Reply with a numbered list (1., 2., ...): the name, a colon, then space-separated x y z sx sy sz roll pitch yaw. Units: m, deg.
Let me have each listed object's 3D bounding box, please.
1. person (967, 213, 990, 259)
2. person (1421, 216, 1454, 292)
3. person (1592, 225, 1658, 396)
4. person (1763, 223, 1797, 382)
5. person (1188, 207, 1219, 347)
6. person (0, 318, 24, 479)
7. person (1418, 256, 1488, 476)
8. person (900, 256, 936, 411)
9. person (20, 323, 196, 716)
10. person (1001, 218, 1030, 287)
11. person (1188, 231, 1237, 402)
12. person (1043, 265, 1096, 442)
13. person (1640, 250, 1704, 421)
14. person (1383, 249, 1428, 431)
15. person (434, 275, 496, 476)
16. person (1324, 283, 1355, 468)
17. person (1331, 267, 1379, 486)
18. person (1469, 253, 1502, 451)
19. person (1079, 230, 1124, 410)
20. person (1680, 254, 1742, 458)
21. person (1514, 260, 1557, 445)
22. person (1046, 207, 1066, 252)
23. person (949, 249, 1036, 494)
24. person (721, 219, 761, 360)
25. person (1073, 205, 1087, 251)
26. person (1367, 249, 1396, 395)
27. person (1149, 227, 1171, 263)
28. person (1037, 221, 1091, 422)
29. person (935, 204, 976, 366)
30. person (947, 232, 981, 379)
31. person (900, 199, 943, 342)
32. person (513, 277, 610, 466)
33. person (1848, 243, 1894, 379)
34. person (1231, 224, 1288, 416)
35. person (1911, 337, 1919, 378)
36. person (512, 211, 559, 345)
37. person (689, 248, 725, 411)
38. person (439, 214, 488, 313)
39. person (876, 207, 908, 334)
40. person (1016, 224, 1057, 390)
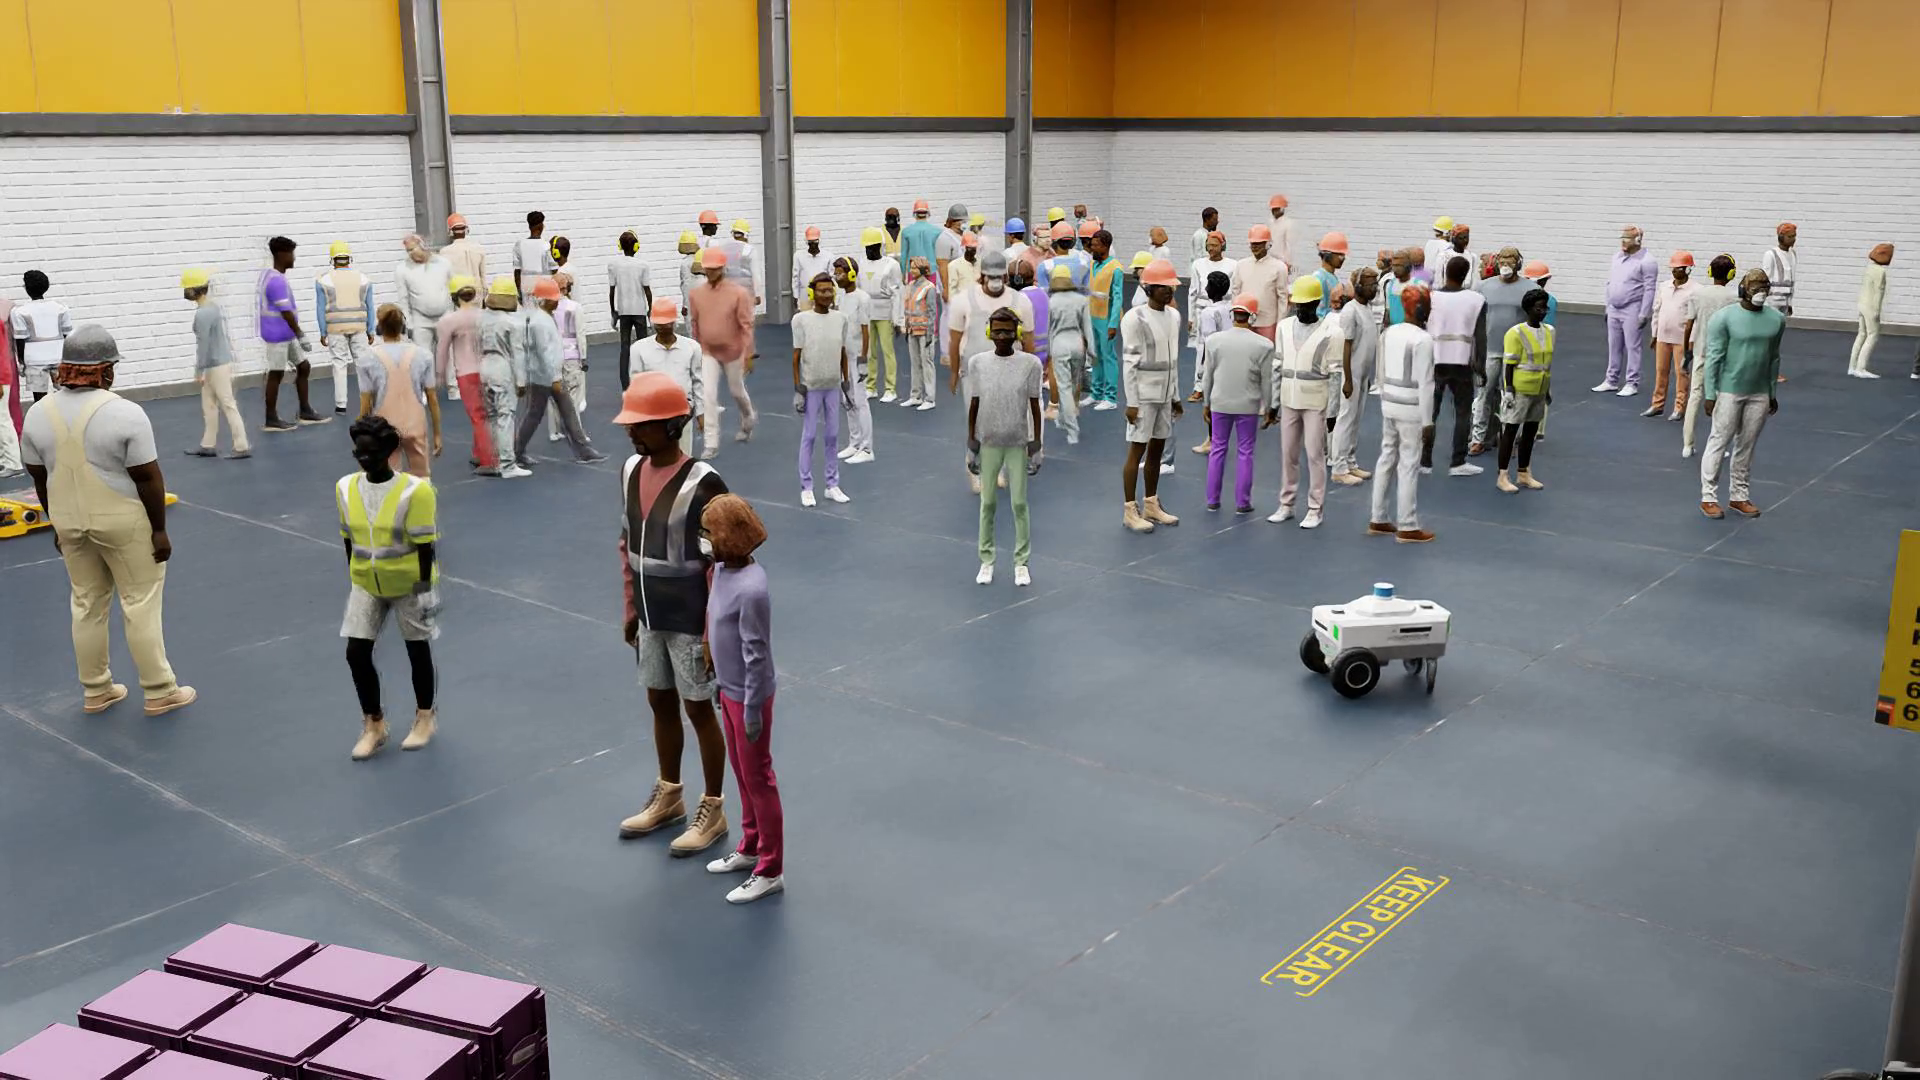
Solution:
1. person: 0.266 -3.869 24.225 0.410 1.752 0.534 -6 15 -22
2. person: 6.334 -3.346 21.968 0.404 1.832 0.594 -6 15 -22
3. person: 7.505 -2.580 18.756 0.400 1.910 0.643 -6 15 -21
4. person: 9.657 -2.796 19.665 0.584 1.882 0.339 -10 17 -34
5. person: 3.336 -3.603 22.845 0.384 1.910 0.594 8 16 30
6. person: -8.419 -1.404 14.402 0.575 1.738 0.351 13 19 43
7. person: 4.227 -1.503 14.485 0.740 1.901 0.415 5 15 18
8. person: -0.426 -2.218 17.851 0.307 1.641 0.512 -9 17 -33
9. person: -4.365 -0.103 8.585 0.687 2.000 0.538 2 14 8
10. person: 0.672 -2.817 19.633 0.607 1.940 0.415 -12 18 -39
11. person: 2.778 -2.432 18.211 0.583 1.882 0.337 6 15 23
12. person: 1.029 -1.831 16.221 0.541 1.665 0.948 -4 15 -17
13. person: 7.384 -2.112 17.195 0.324 1.752 0.561 -9 17 -32
14. person: 4.413 -1.961 16.451 0.497 1.821 0.546 -8 16 -29
15. person: -4.307 -1.443 14.562 0.782 1.719 0.545 13 19 41
16. person: 3.372 -1.464 14.838 0.307 1.640 0.518 -2 14 -8
17. person: 3.366 -1.393 14.136 0.328 1.844 0.514 8 16 30
18. person: 4.961 -1.754 15.577 0.390 1.847 0.562 9 17 32
19. person: 1.534 -2.359 17.852 0.392 1.918 0.592 -8 16 -28
20. person: 6.865 -1.669 15.191 0.535 1.868 0.309 11 18 38
21. person: 5.455 -1.785 15.887 0.341 1.750 0.565 12 18 40
22. person: 1.331 -3.519 22.487 0.389 1.916 0.591 4 15 15
23. person: 0.294 -1.386 13.712 0.714 2.000 0.782 -2 14 -9
24. person: -2.824 -3.238 21.557 0.595 1.824 0.403 8 16 29
25. person: 2.140 -5.084 29.326 0.312 1.634 0.514 2 14 10
26. person: 4.795 -2.464 18.835 0.306 1.640 0.522 1 14 5
27. person: 2.736 -3.517 23.053 0.282 1.631 0.503 -6 15 -24
28. person: 1.042 -2.237 17.110 0.608 2.044 0.371 -7 15 -25
29. person: -0.008 -3.250 21.162 0.536 2.000 0.688 7 16 25
30. person: 0.115 -2.822 20.025 0.563 1.755 0.323 -9 17 -33
31. person: -0.535 -3.790 23.448 0.618 1.984 0.416 0 14 -1
32. person: -3.660 -1.486 14.815 0.883 1.702 0.571 0 14 1
33. person: 11.015 -2.770 20.095 0.300 1.623 0.562 3 14 13
34. person: 3.122 -2.306 17.482 0.622 1.994 0.381 9 16 31
35. person: 11.736 -2.848 19.840 0.412 1.909 0.594 -3 14 -13
36. person: -5.277 -3.128 20.824 0.608 1.966 0.371 2 14 8
37. person: -2.712 -2.234 17.727 0.330 1.734 0.481 -8 16 -30
38. person: -5.858 -2.842 19.642 0.384 1.987 0.608 12 18 39
39. person: -0.979 -3.925 24.261 0.633 1.841 0.429 -4 14 -14
40. person: 0.927 -2.633 18.970 0.651 1.906 0.403 -12 18 -40
